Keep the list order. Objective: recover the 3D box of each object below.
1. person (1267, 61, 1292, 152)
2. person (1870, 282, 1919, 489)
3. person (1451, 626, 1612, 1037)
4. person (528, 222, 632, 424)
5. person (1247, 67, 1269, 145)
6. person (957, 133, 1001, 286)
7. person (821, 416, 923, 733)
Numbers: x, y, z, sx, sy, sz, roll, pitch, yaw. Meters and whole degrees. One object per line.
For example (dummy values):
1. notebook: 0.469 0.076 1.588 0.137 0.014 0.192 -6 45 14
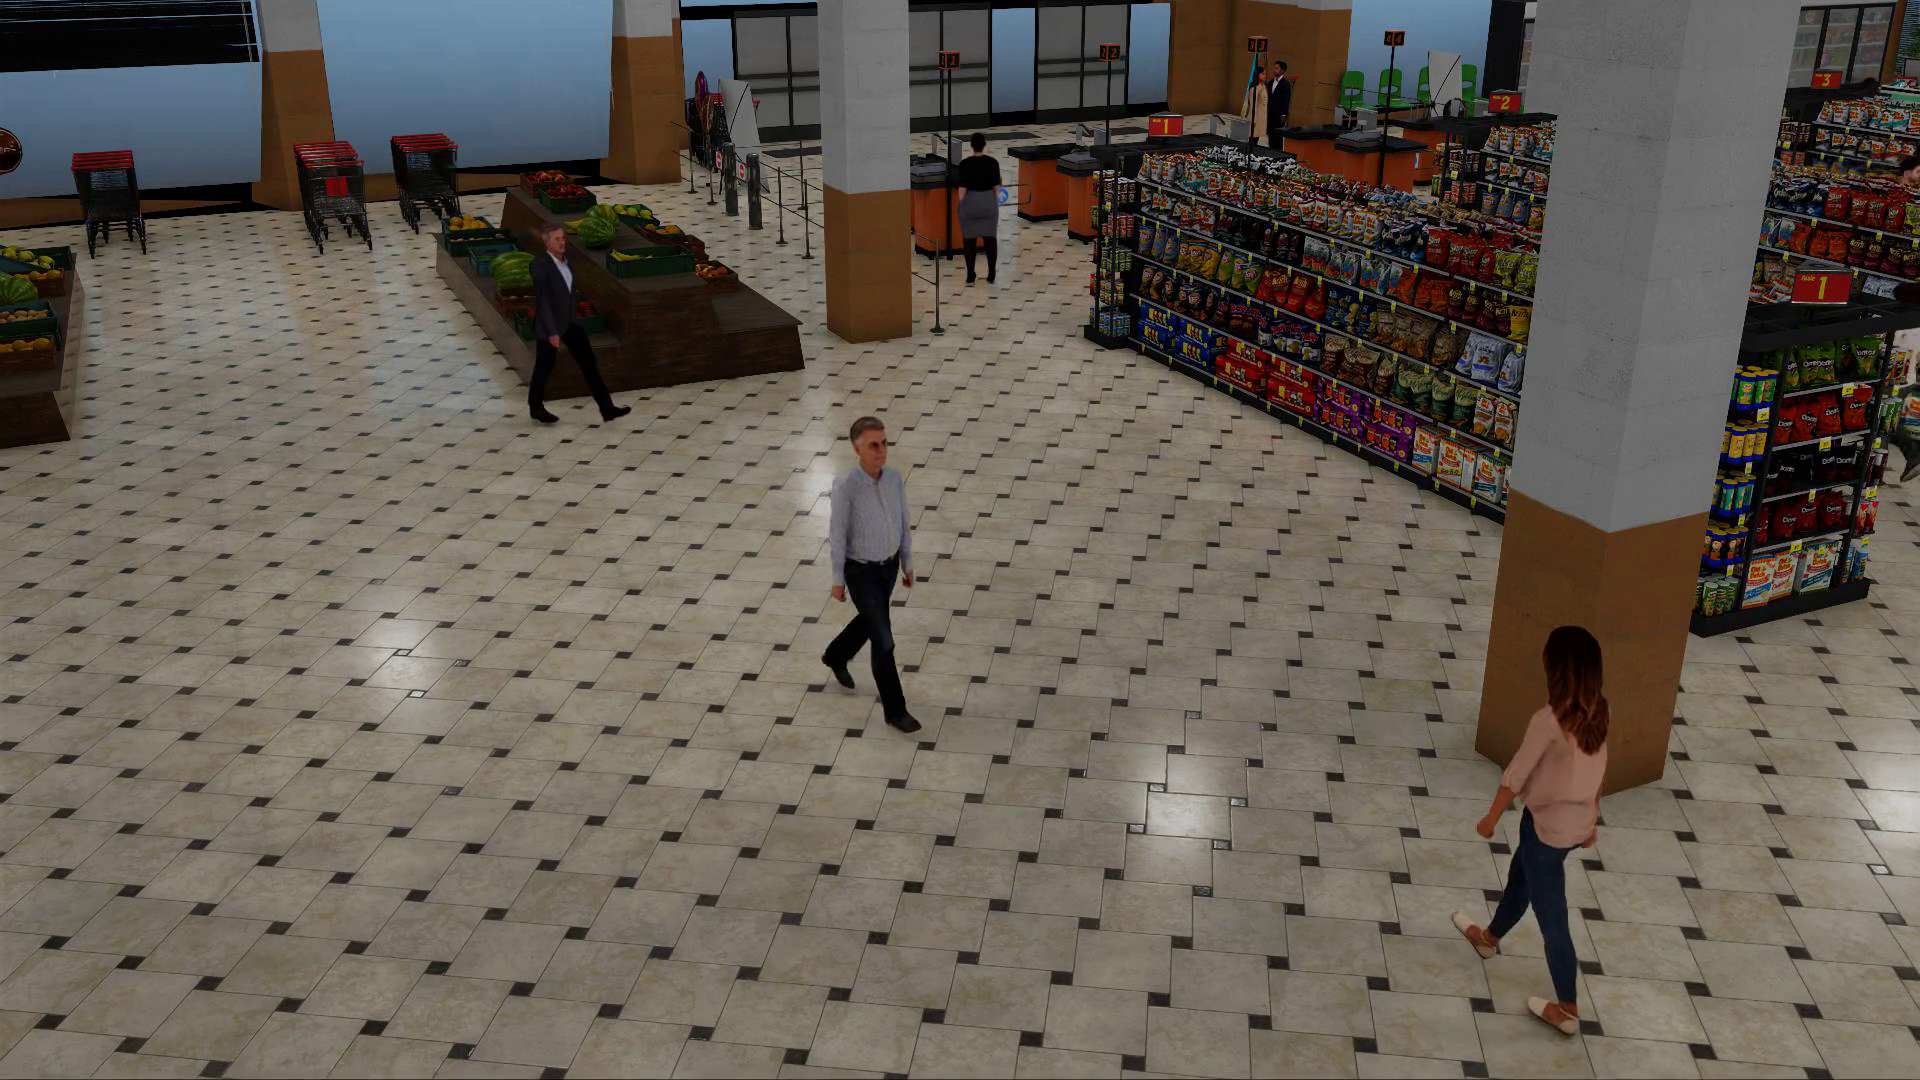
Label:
1. person: 5.194 -6.961 27.244 0.726 1.727 0.512 -14 26 -31
2. person: 7.356 -1.177 12.959 0.652 1.645 0.844 -15 26 -33
3. person: 2.492 1.238 6.797 0.696 1.759 1.035 -14 26 -32
4. person: -3.557 -1.848 14.438 1.310 1.788 1.200 10 24 22
5. person: 4.765 -6.764 26.816 0.738 1.682 0.720 12 25 27
6. person: 0.225 -3.899 19.585 0.721 1.757 0.685 -5 22 -12
7. person: -0.551 0.150 9.470 0.907 1.784 1.261 -19 29 -39
